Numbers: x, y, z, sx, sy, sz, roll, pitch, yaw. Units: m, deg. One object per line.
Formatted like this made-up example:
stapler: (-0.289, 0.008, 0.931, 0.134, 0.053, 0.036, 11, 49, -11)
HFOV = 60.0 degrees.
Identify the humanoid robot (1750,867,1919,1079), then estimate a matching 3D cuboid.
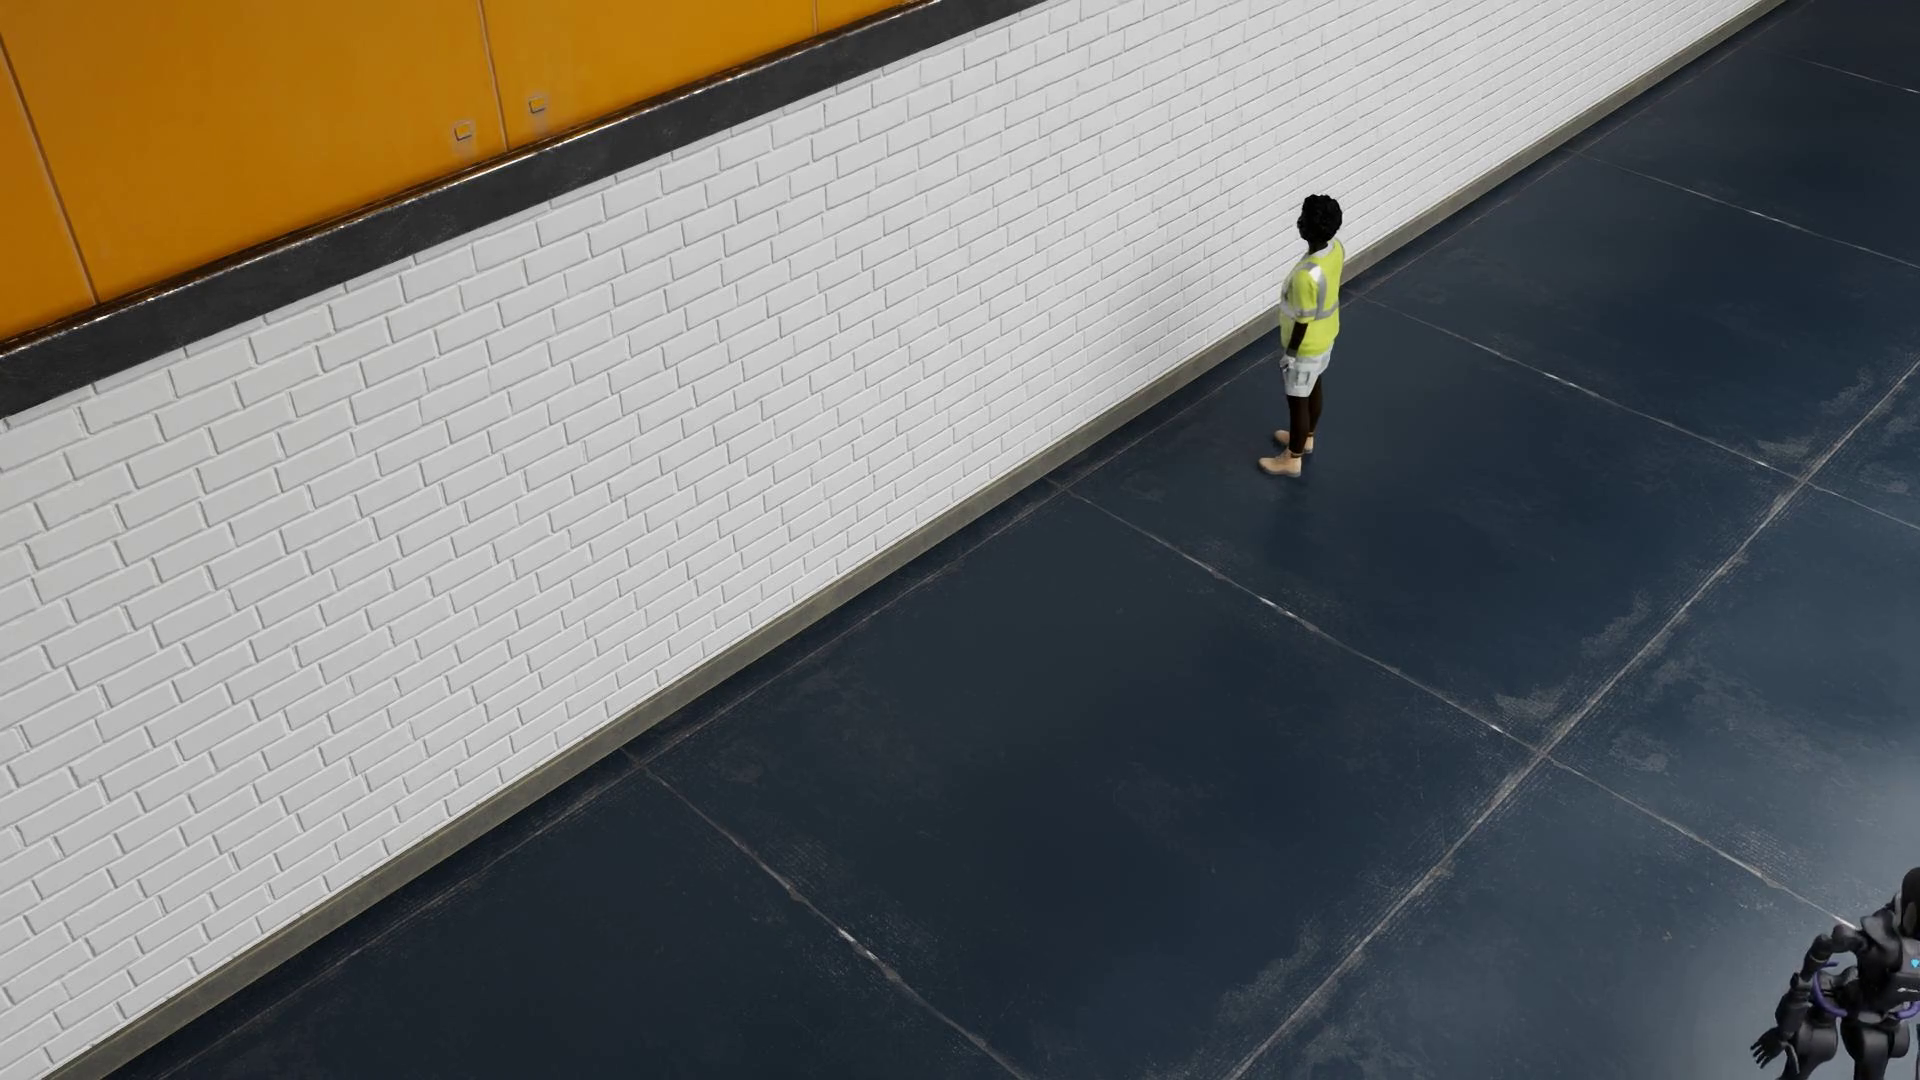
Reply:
humanoid robot: (3.077, 1.649, 5.731, 0.583, 1.640, 0.390, 2, 39, 3)

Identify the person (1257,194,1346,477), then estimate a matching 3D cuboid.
person: (1.904, -1.116, 9.169, 0.322, 1.696, 0.534, 19, 43, 23)
